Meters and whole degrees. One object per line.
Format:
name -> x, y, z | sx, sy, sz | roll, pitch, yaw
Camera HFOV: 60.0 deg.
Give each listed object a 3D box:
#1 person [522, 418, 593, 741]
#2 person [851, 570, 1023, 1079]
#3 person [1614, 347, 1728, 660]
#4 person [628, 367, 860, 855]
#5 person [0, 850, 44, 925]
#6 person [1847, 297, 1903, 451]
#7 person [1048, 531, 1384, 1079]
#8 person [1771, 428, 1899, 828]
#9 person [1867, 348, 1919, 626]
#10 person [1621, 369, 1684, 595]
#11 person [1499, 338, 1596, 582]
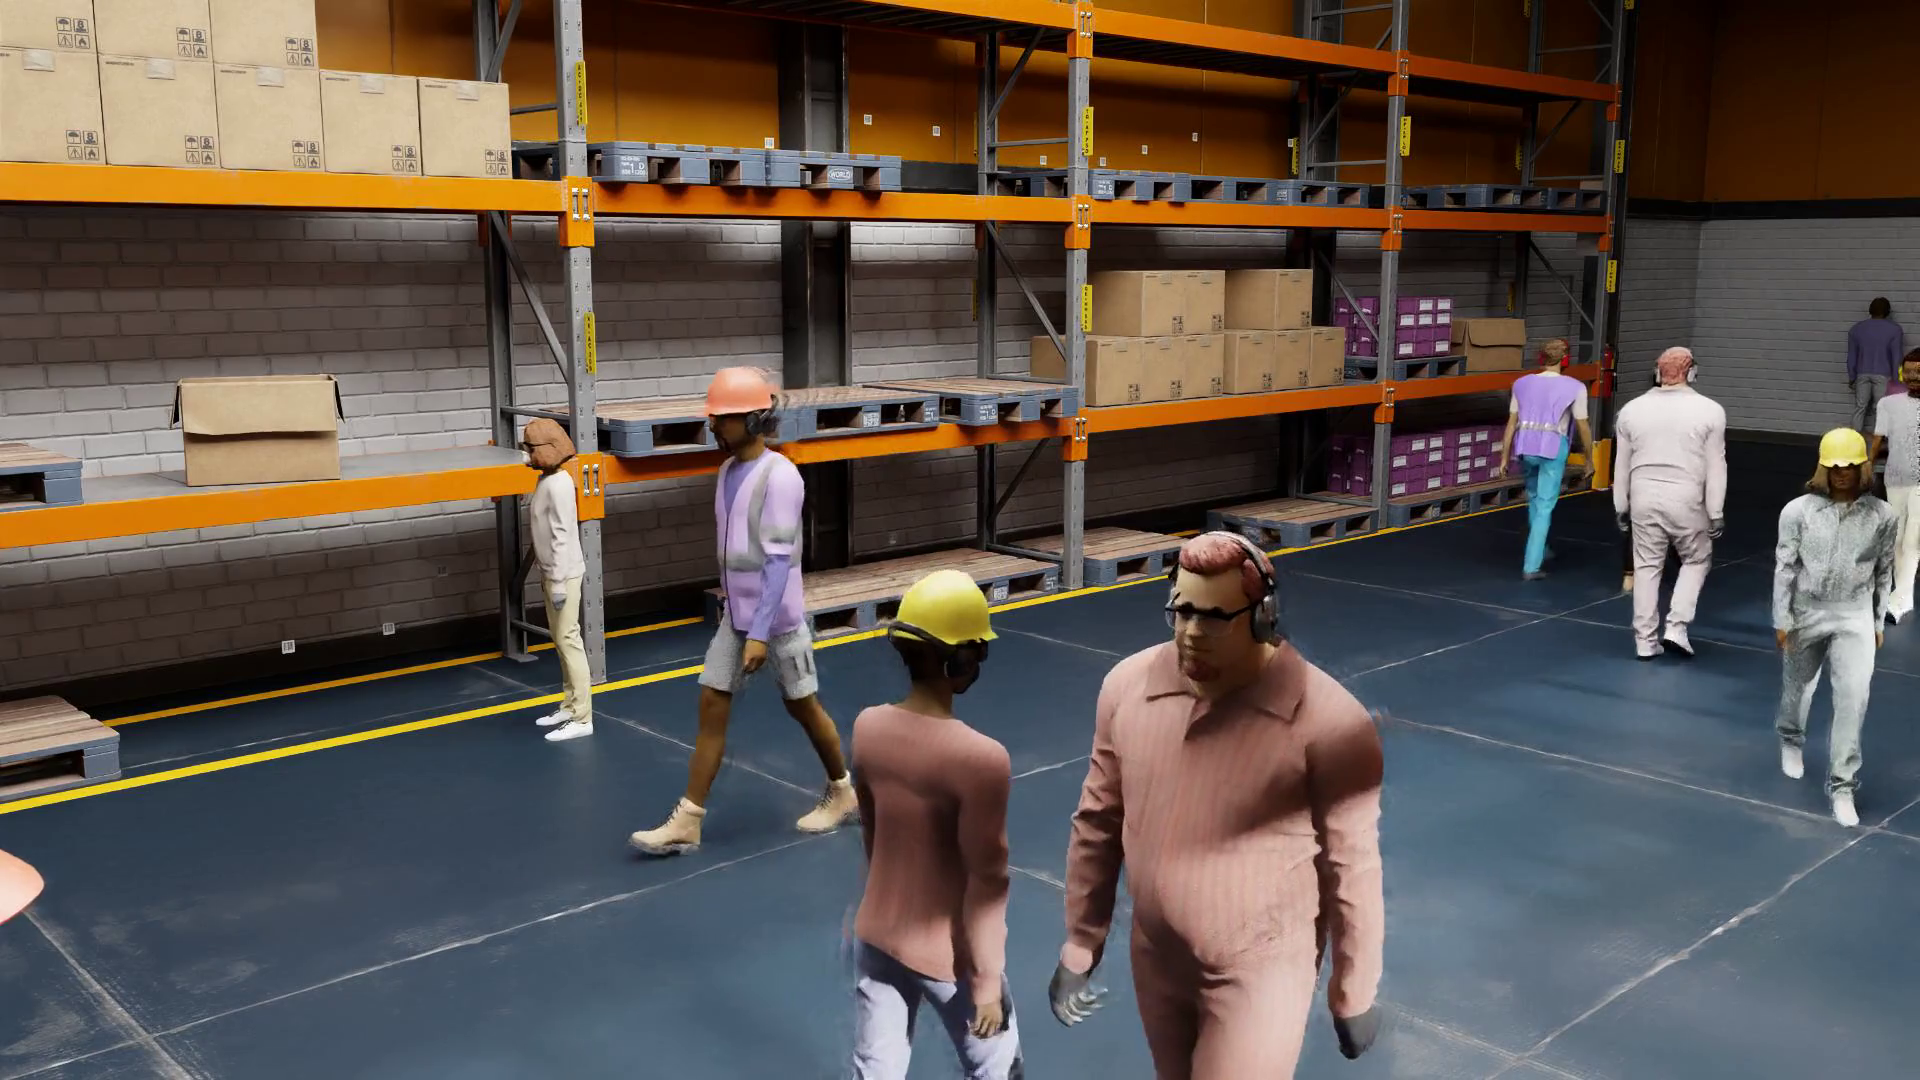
person -> -2.044, 0.196, 8.423 | 0.283, 1.629, 0.503 | -4, 10, -21
person -> -0.036, 0.919, 3.889 | 0.819, 1.719, 0.533 | -9, 14, -44
person -> 4.268, -0.209, 9.995 | 0.684, 1.887, 0.466 | 9, 13, 42
person -> -0.837, 0.294, 6.790 | 1.041, 1.995, 0.632 | -7, 12, -37
person -> -1.008, 1.150, 1.602 | 0.370, 2.044, 0.608 | -2, 10, -10
person -> 11.123, -1.983, 20.245 | 0.370, 1.941, 0.627 | -8, 13, -40
person -> 0.491, 0.913, 3.487 | 0.651, 1.879, 0.768 | 9, 13, 42
person -> 3.878, 0.328, 7.433 | 0.480, 1.698, 0.909 | 3, 10, 19
person -> 6.275, -0.351, 11.038 | 0.971, 1.819, 0.554 | -9, 13, -42
person -> 5.099, -0.446, 12.042 | 0.837, 1.652, 0.547 | -8, 13, -41
person -> 4.493, -0.619, 12.618 | 0.887, 1.805, 0.597 | -9, 13, -44
